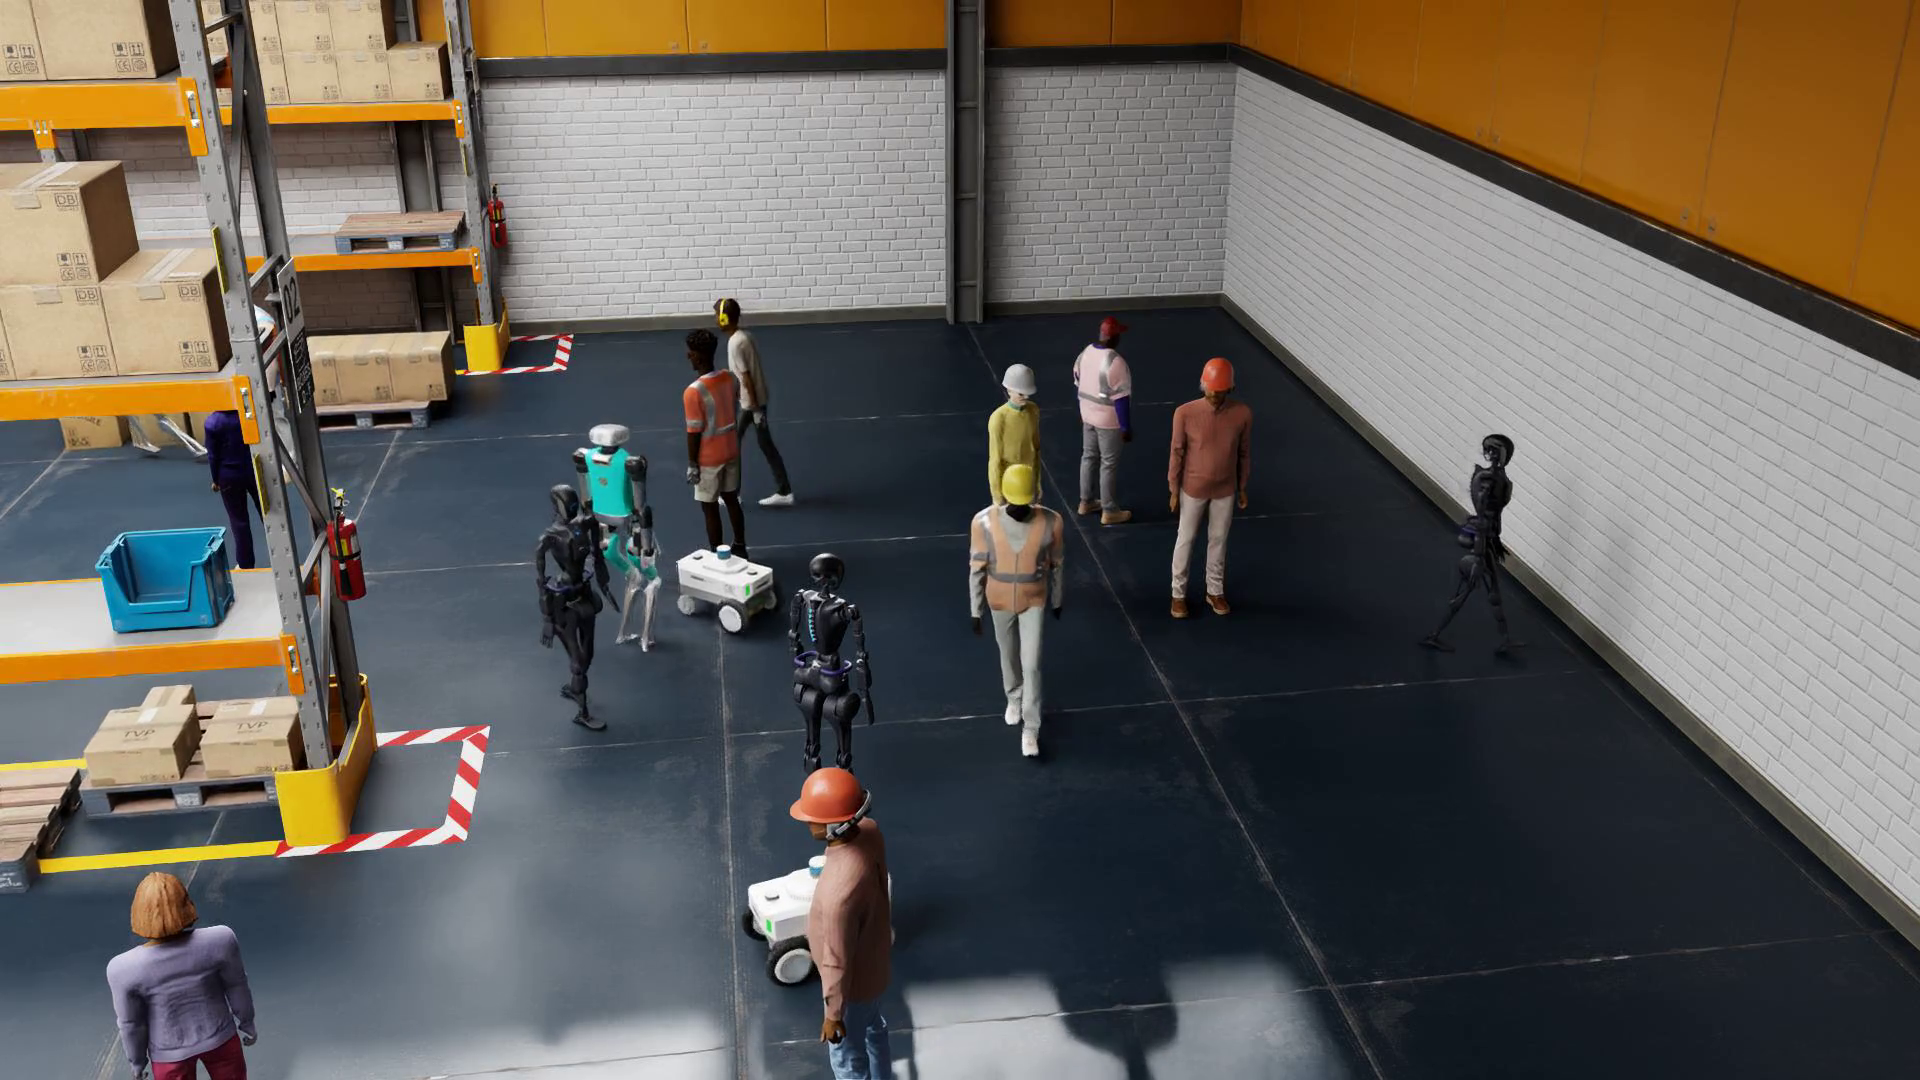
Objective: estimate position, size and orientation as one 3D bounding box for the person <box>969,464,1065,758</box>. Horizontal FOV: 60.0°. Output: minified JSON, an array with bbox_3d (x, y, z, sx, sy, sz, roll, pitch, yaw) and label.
[{"bbox_3d":[0.348,0.423,10.429,0.597,1.884,0.914,3,24,6],"label":"person"}]

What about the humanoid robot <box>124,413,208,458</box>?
[{"bbox_3d":[-7.328,-1.511,15.055,1.041,1.746,0.547,7,25,16],"label":"humanoid robot"}]

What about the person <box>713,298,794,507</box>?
[{"bbox_3d":[-1.827,-1.136,14.076,0.851,1.800,0.547,4,24,9],"label":"person"}]

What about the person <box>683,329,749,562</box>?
[{"bbox_3d":[-1.902,-0.674,12.842,0.387,1.956,0.603,13,27,26],"label":"person"}]

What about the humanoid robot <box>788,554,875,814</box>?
[{"bbox_3d":[-0.774,0.845,9.707,0.599,1.653,0.315,16,28,31],"label":"humanoid robot"}]

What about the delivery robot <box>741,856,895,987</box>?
[{"bbox_3d":[-0.724,1.914,8.657,0.750,0.575,0.499,-10,26,-22],"label":"delivery robot"}]

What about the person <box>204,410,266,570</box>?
[{"bbox_3d":[-5.541,-0.493,12.830,0.458,1.623,0.350,-18,29,-35],"label":"person"}]

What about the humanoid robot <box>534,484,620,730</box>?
[{"bbox_3d":[-2.492,0.395,10.781,0.597,1.649,0.598,16,28,32],"label":"humanoid robot"}]

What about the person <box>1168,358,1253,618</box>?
[{"bbox_3d":[1.819,-0.381,12.123,0.614,1.990,0.389,-4,24,-8],"label":"person"}]

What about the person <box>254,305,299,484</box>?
[{"bbox_3d":[-6.196,-1.388,14.623,0.619,1.835,0.431,15,28,30],"label":"person"}]

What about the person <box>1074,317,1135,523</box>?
[{"bbox_3d":[1.212,-1.000,13.839,0.419,1.748,0.625,-16,28,-32],"label":"person"}]

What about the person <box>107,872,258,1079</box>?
[{"bbox_3d":[-3.188,2.097,6.918,0.505,1.631,0.267,-14,27,-29],"label":"person"}]

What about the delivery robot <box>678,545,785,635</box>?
[{"bbox_3d":[-1.716,0.336,12.282,0.797,0.599,0.499,14,27,29],"label":"delivery robot"}]

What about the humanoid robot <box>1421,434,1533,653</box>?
[{"bbox_3d":[3.669,0.058,11.558,0.748,1.627,0.584,13,27,26],"label":"humanoid robot"}]

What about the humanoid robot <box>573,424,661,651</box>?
[{"bbox_3d":[-2.286,-0.023,11.646,0.543,1.795,0.735,8,25,17],"label":"humanoid robot"}]

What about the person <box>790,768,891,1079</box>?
[{"bbox_3d":[-0.487,1.835,7.087,0.403,1.986,0.610,4,24,9],"label":"person"}]

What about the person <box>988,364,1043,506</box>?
[{"bbox_3d":[0.409,-0.421,12.362,0.493,1.878,0.412,-19,30,-37],"label":"person"}]
